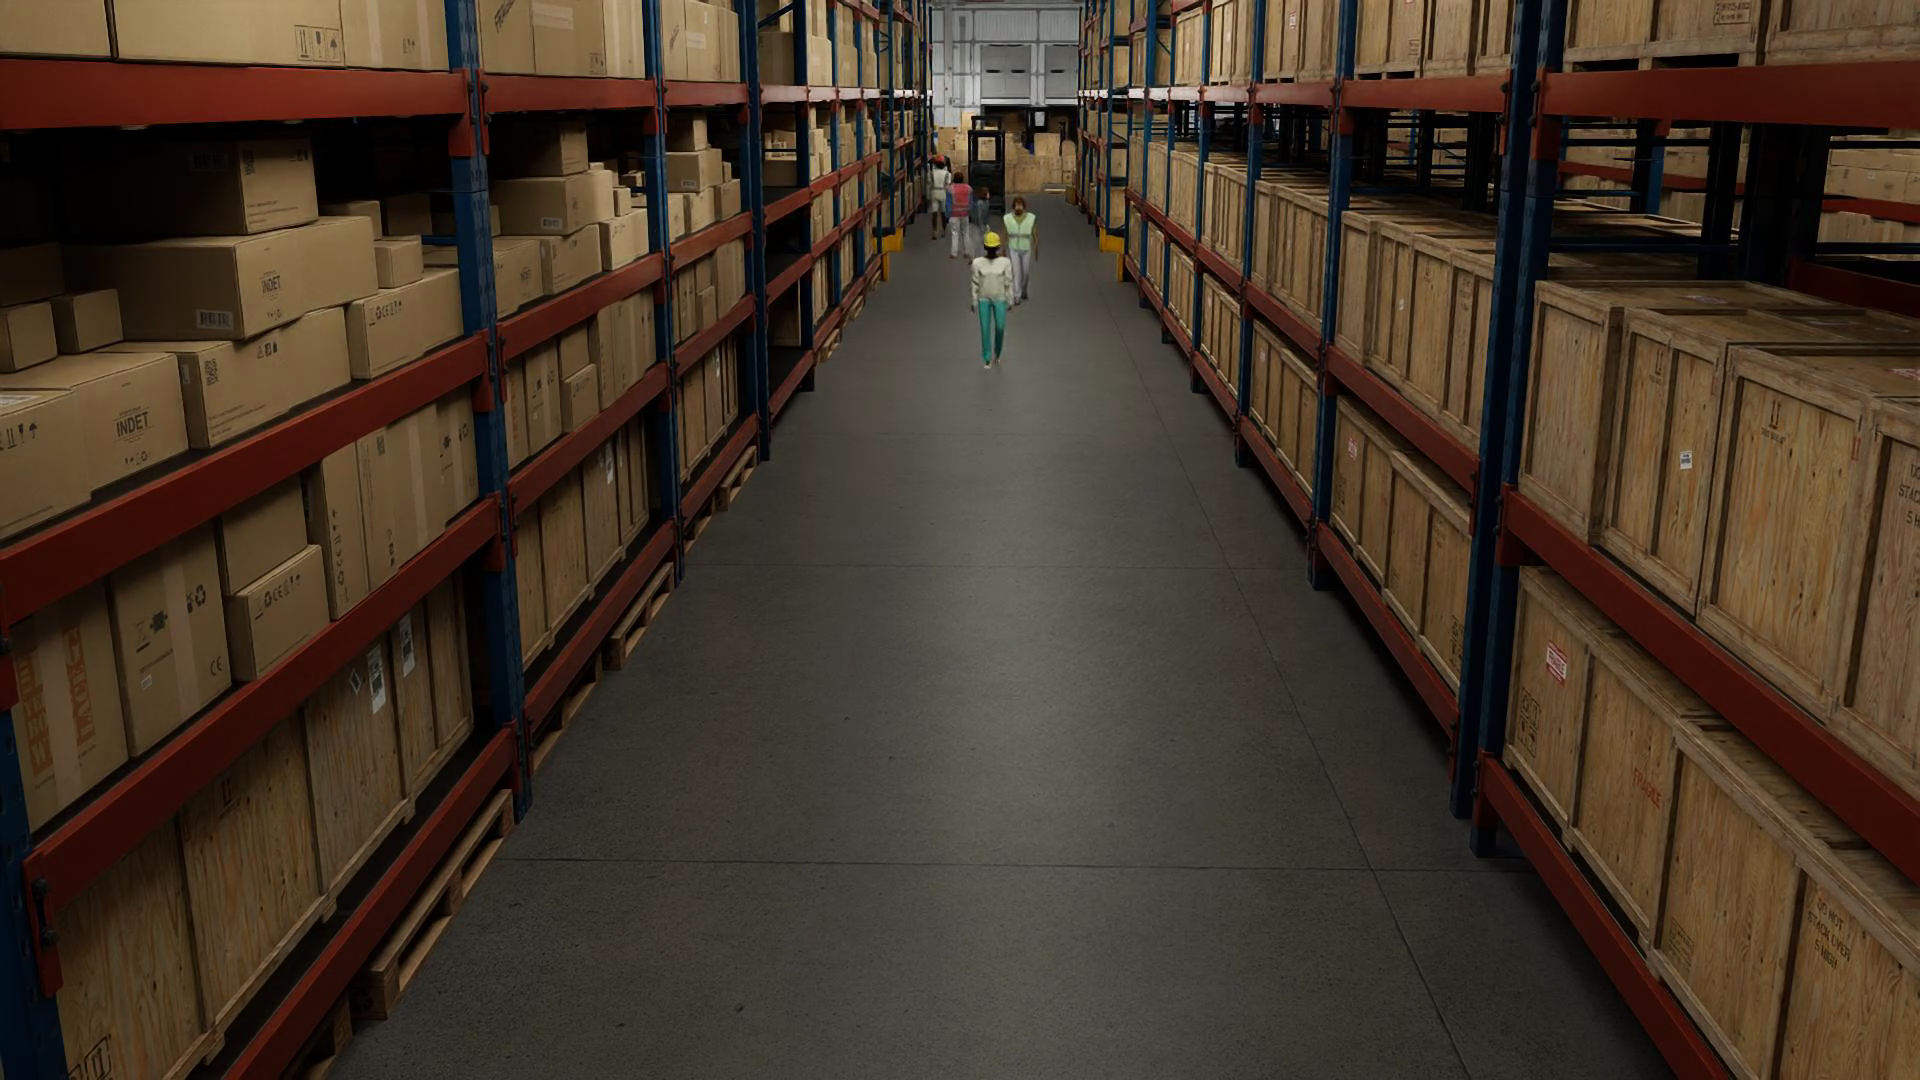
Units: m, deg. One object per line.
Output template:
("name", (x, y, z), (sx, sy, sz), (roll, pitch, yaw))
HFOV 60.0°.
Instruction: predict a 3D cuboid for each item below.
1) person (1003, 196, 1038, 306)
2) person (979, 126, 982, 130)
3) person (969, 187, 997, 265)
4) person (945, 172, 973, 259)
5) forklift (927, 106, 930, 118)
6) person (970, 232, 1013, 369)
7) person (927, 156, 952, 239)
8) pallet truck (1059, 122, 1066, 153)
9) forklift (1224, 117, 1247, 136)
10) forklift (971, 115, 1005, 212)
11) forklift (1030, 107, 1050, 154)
("person", (1.010, -4.882, 27.980), (0.592, 1.814, 0.775), (0, 15, 1))
("person", (1.053, -19.282, 81.411), (0.952, 1.903, 0.627), (6, 16, 22))
("person", (0.535, -6.443, 34.206), (0.835, 1.588, 0.535), (8, 17, 27))
("person", (-0.029, -6.922, 35.516), (0.621, 1.845, 0.429), (-5, 16, -19))
("forklift", (-1.928, -21.355, 87.247), (1.129, 2.768, 1.873), (0, 15, 2))
("person", (0.401, -3.067, 21.335), (0.539, 1.755, 0.350), (1, 15, 3))
("person", (-0.507, -8.322, 40.453), (0.625, 2.000, 1.046), (1, 15, 3))
("pallet truck", (5.788, -21.111, 88.014), (1.885, 1.965, 0.823), (5, 16, 18))
("forklift", (7.705, -10.201, 45.746), (1.129, 2.768, 1.873), (0, 15, 1))
("forklift", (0.797, -11.221, 49.543), (1.129, 2.768, 1.873), (0, 15, 2))
("forklift", (3.839, -19.436, 80.107), (1.129, 2.768, 1.873), (-7, 17, -24))
